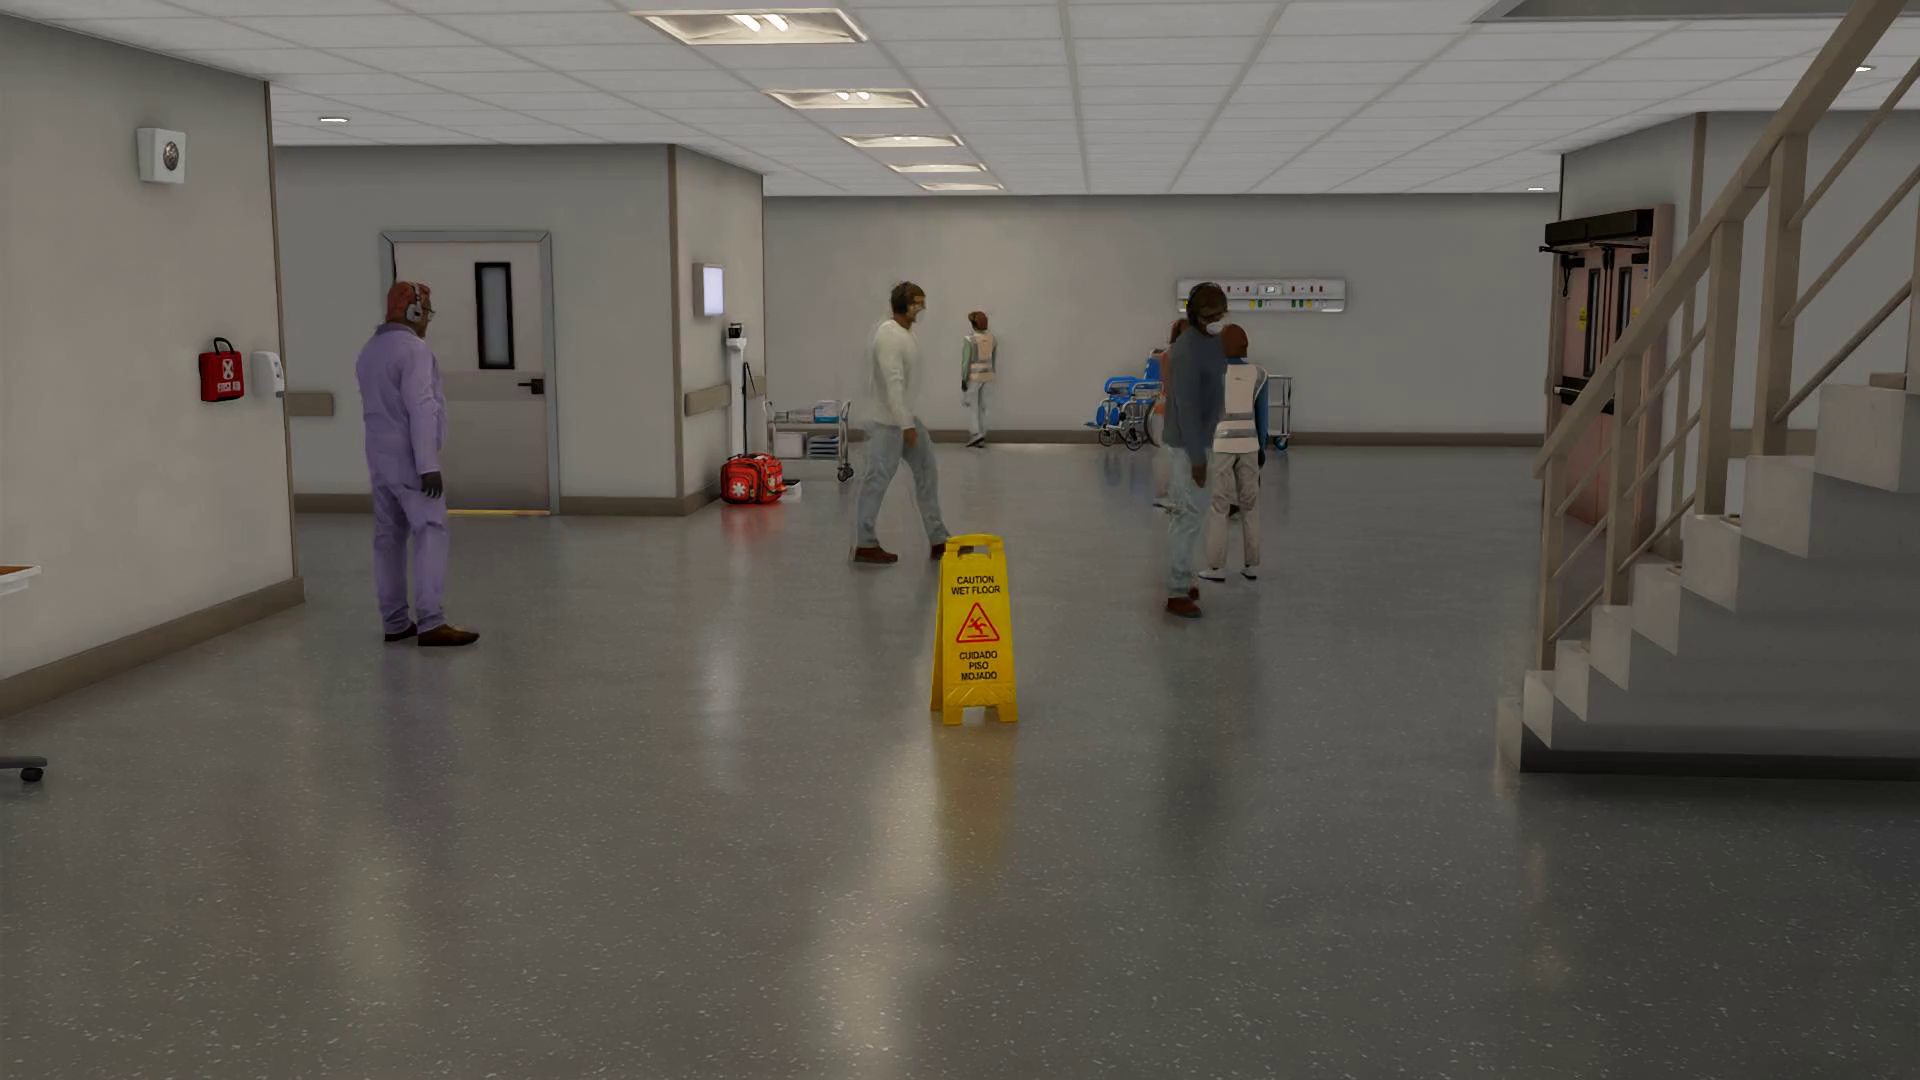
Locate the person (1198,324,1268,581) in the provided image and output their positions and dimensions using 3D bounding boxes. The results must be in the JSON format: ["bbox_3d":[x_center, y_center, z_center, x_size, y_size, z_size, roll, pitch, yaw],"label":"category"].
[{"bbox_3d":[1.722,-0.552,10.584,0.523,1.636,0.310,-3,9,-18],"label":"person"}]

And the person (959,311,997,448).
[{"bbox_3d":[0.206,-1.893,19.718,0.537,1.633,0.397,-6,10,-36],"label":"person"}]

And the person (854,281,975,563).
[{"bbox_3d":[-0.310,-0.769,11.171,0.913,1.903,0.655,3,9,18],"label":"person"}]

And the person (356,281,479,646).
[{"bbox_3d":[-2.852,-0.387,8.643,0.415,1.889,0.687,-7,11,-41],"label":"person"}]

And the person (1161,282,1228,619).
[{"bbox_3d":[1.351,-0.513,9.497,0.382,1.900,0.793,3,9,17],"label":"person"}]
